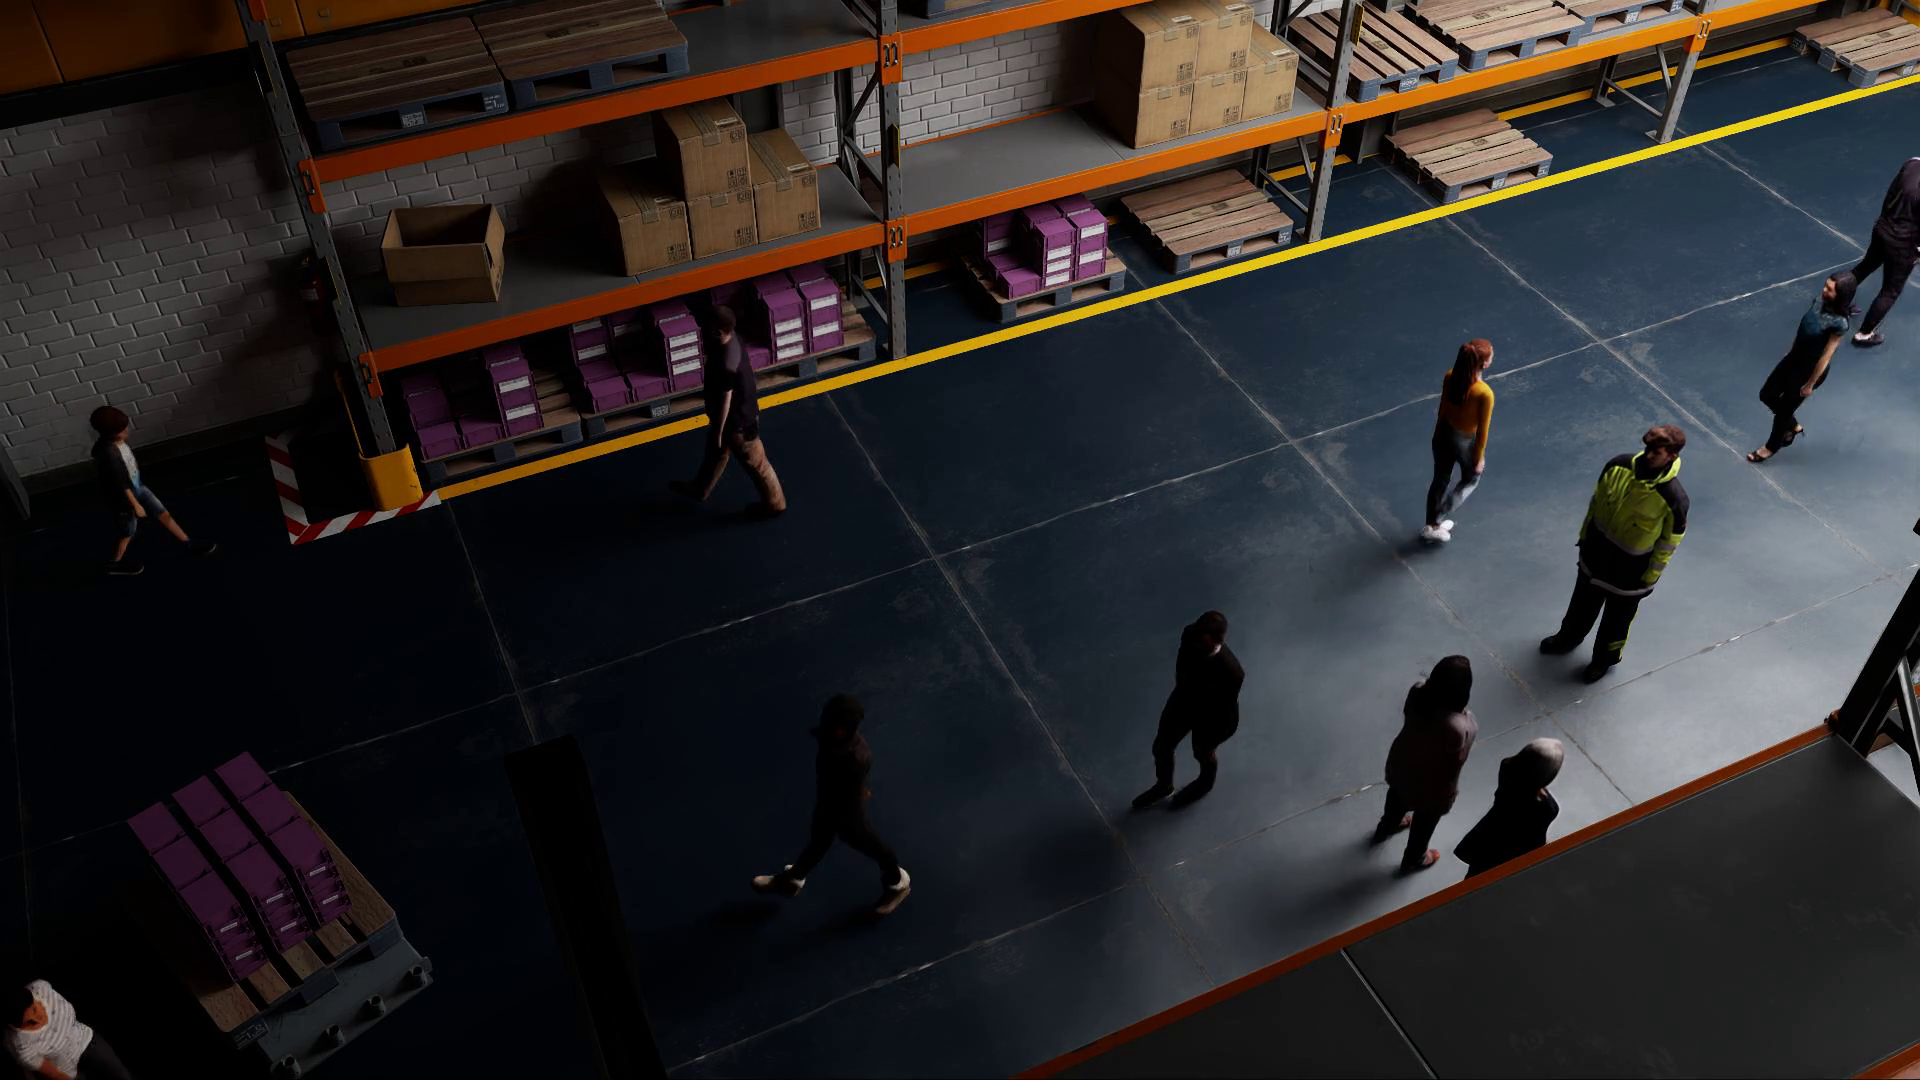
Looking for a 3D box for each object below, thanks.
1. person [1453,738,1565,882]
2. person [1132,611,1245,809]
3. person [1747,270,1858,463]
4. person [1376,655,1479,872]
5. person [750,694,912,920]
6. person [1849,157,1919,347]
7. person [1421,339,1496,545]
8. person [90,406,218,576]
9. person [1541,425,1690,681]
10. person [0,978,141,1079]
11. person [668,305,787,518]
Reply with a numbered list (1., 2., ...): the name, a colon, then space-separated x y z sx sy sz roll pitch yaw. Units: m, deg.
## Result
1. person: 2.946 1.653 8.943 0.589 1.744 0.627 -13 45 -14
2. person: 1.467 0.967 9.640 0.808 1.777 0.772 -21 47 -21
3. person: 6.149 -1.228 11.981 0.761 1.726 0.703 -3 44 -3
4. person: 2.634 1.255 9.462 0.634 1.606 0.637 -16 46 -16
5. person: -0.754 1.544 9.138 1.067 1.635 0.636 -15 46 -15
6. person: 7.351 -2.331 13.077 0.746 1.811 0.828 -10 45 -11
7. person: 3.325 -0.609 11.318 0.674 1.744 0.664 -27 50 -25
8. person: -5.698 -0.304 11.240 1.034 1.410 0.723 -11 45 -11
9. person: 4.174 0.054 10.448 0.717 1.983 0.817 -27 50 -25
10. person: -4.424 2.534 8.123 1.038 1.599 0.905 -3 44 -3
11. person: -1.464 -0.859 11.537 1.173 1.803 0.921 -4 44 -4
